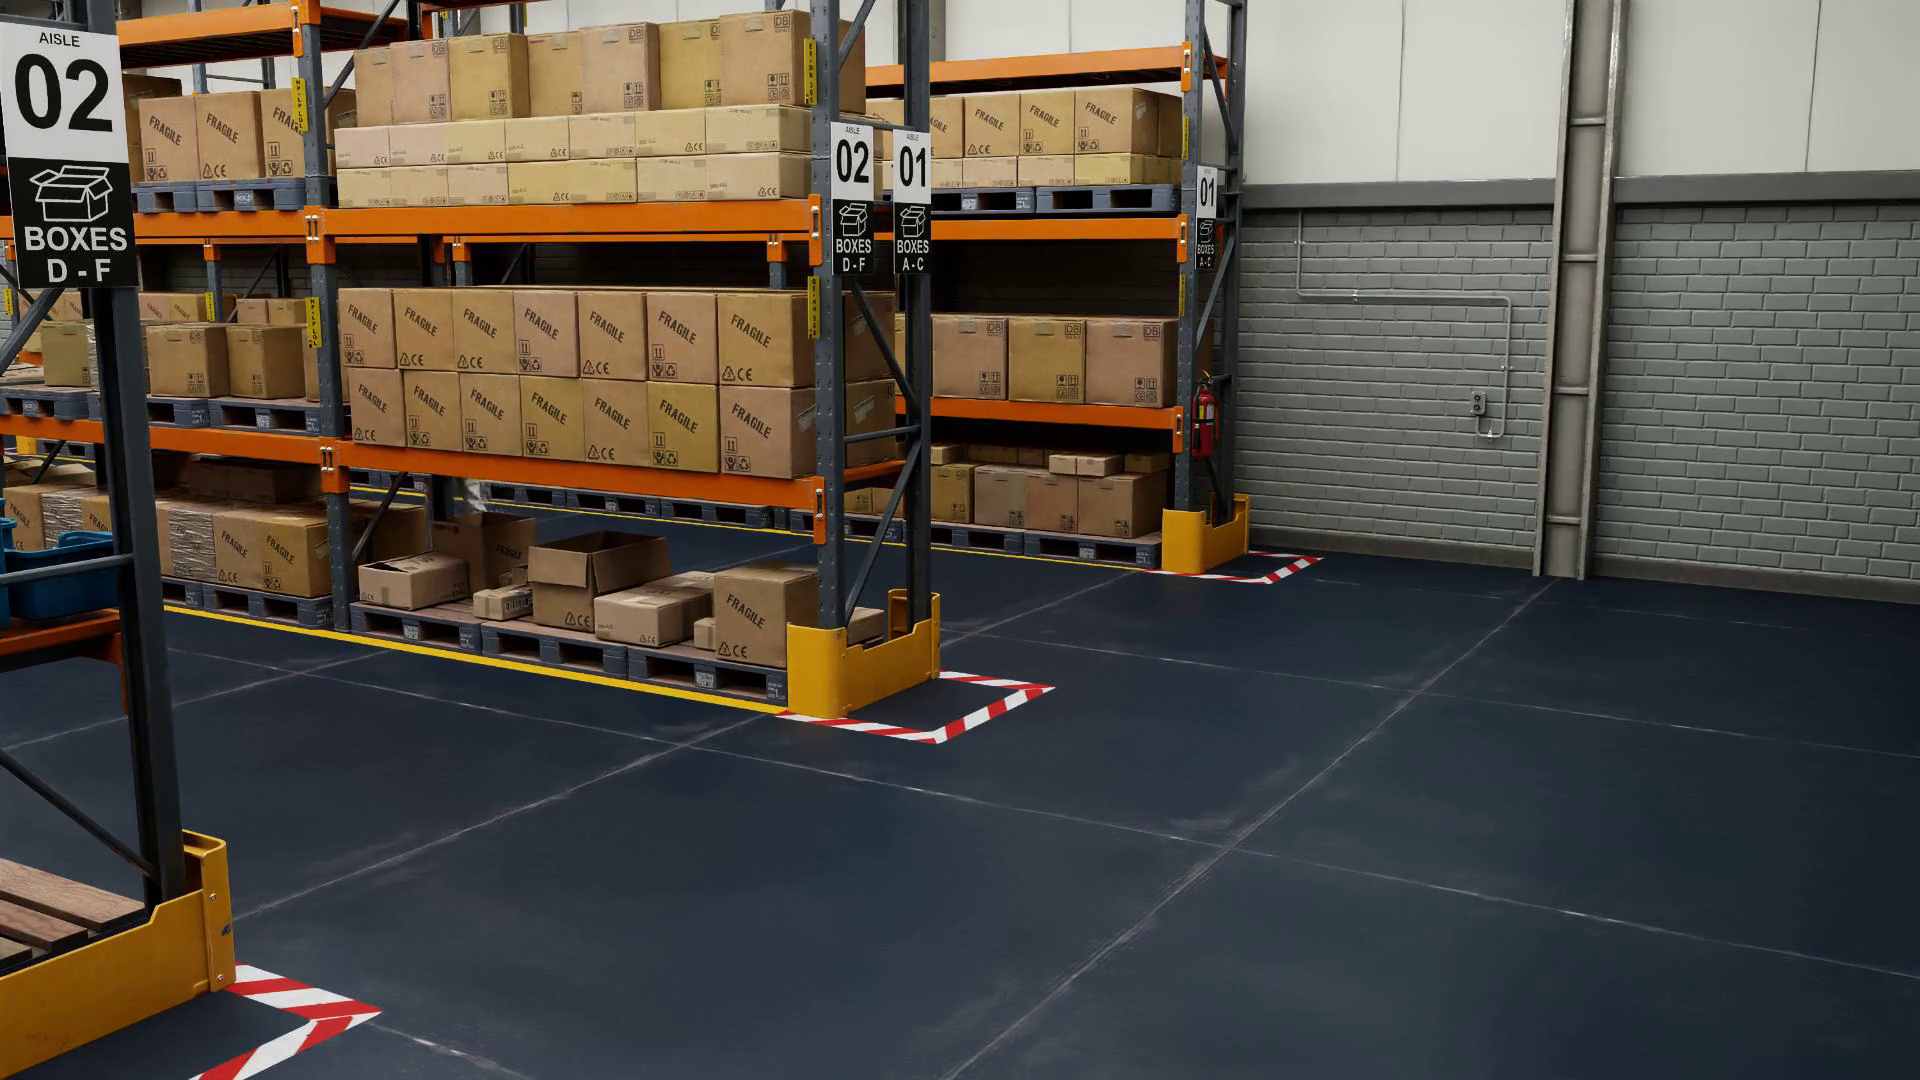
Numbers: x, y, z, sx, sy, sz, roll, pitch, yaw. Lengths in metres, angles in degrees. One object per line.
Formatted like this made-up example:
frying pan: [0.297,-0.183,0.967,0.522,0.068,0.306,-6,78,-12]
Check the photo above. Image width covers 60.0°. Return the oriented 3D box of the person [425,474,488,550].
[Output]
person: [-3.923,-0.593,13.008,0.980,1.844,0.582,5,11,29]
